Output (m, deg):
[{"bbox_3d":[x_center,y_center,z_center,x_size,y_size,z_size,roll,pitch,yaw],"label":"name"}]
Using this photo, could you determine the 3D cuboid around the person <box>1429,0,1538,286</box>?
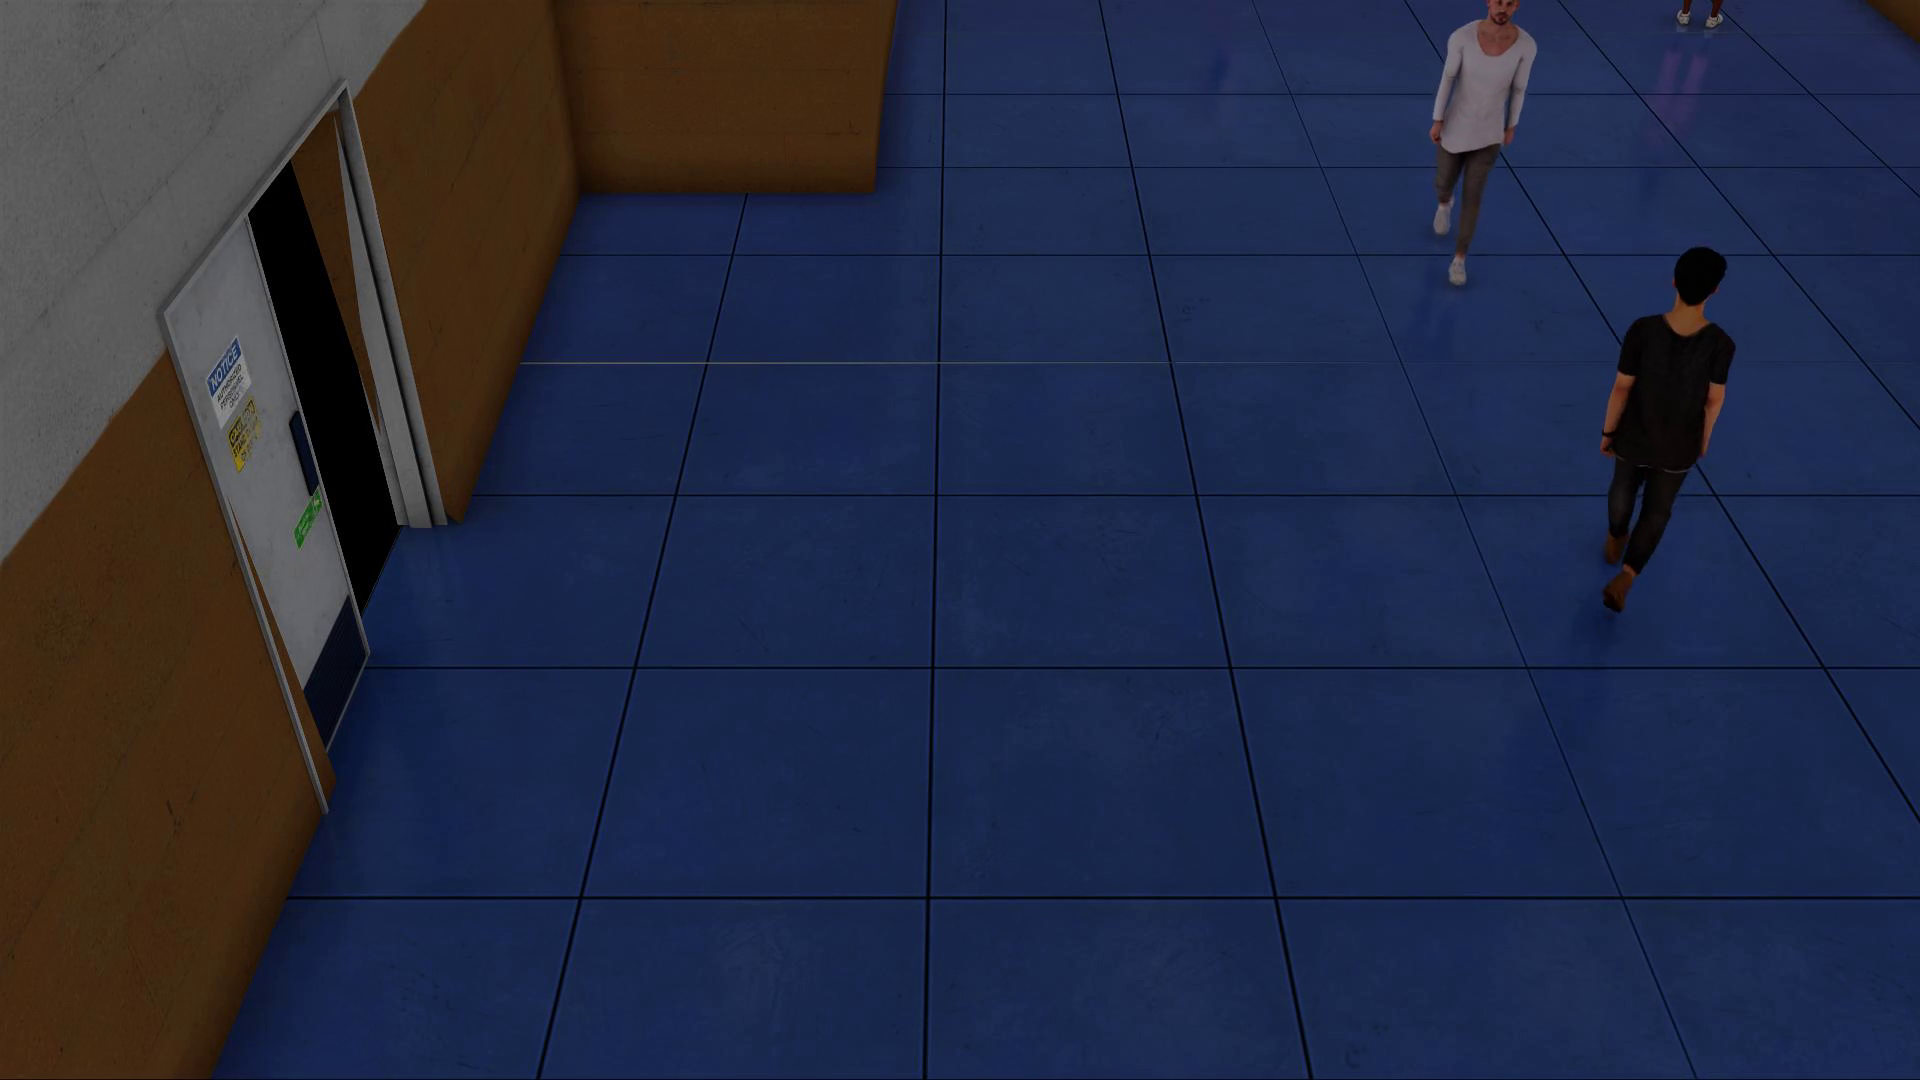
[{"bbox_3d":[3.098,-2.525,10.067,1.149,1.811,0.981,12,39,16],"label":"person"}]

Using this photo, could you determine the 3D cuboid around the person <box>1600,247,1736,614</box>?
[{"bbox_3d":[3.105,-0.454,7.407,1.076,1.691,1.033,21,42,26],"label":"person"}]
